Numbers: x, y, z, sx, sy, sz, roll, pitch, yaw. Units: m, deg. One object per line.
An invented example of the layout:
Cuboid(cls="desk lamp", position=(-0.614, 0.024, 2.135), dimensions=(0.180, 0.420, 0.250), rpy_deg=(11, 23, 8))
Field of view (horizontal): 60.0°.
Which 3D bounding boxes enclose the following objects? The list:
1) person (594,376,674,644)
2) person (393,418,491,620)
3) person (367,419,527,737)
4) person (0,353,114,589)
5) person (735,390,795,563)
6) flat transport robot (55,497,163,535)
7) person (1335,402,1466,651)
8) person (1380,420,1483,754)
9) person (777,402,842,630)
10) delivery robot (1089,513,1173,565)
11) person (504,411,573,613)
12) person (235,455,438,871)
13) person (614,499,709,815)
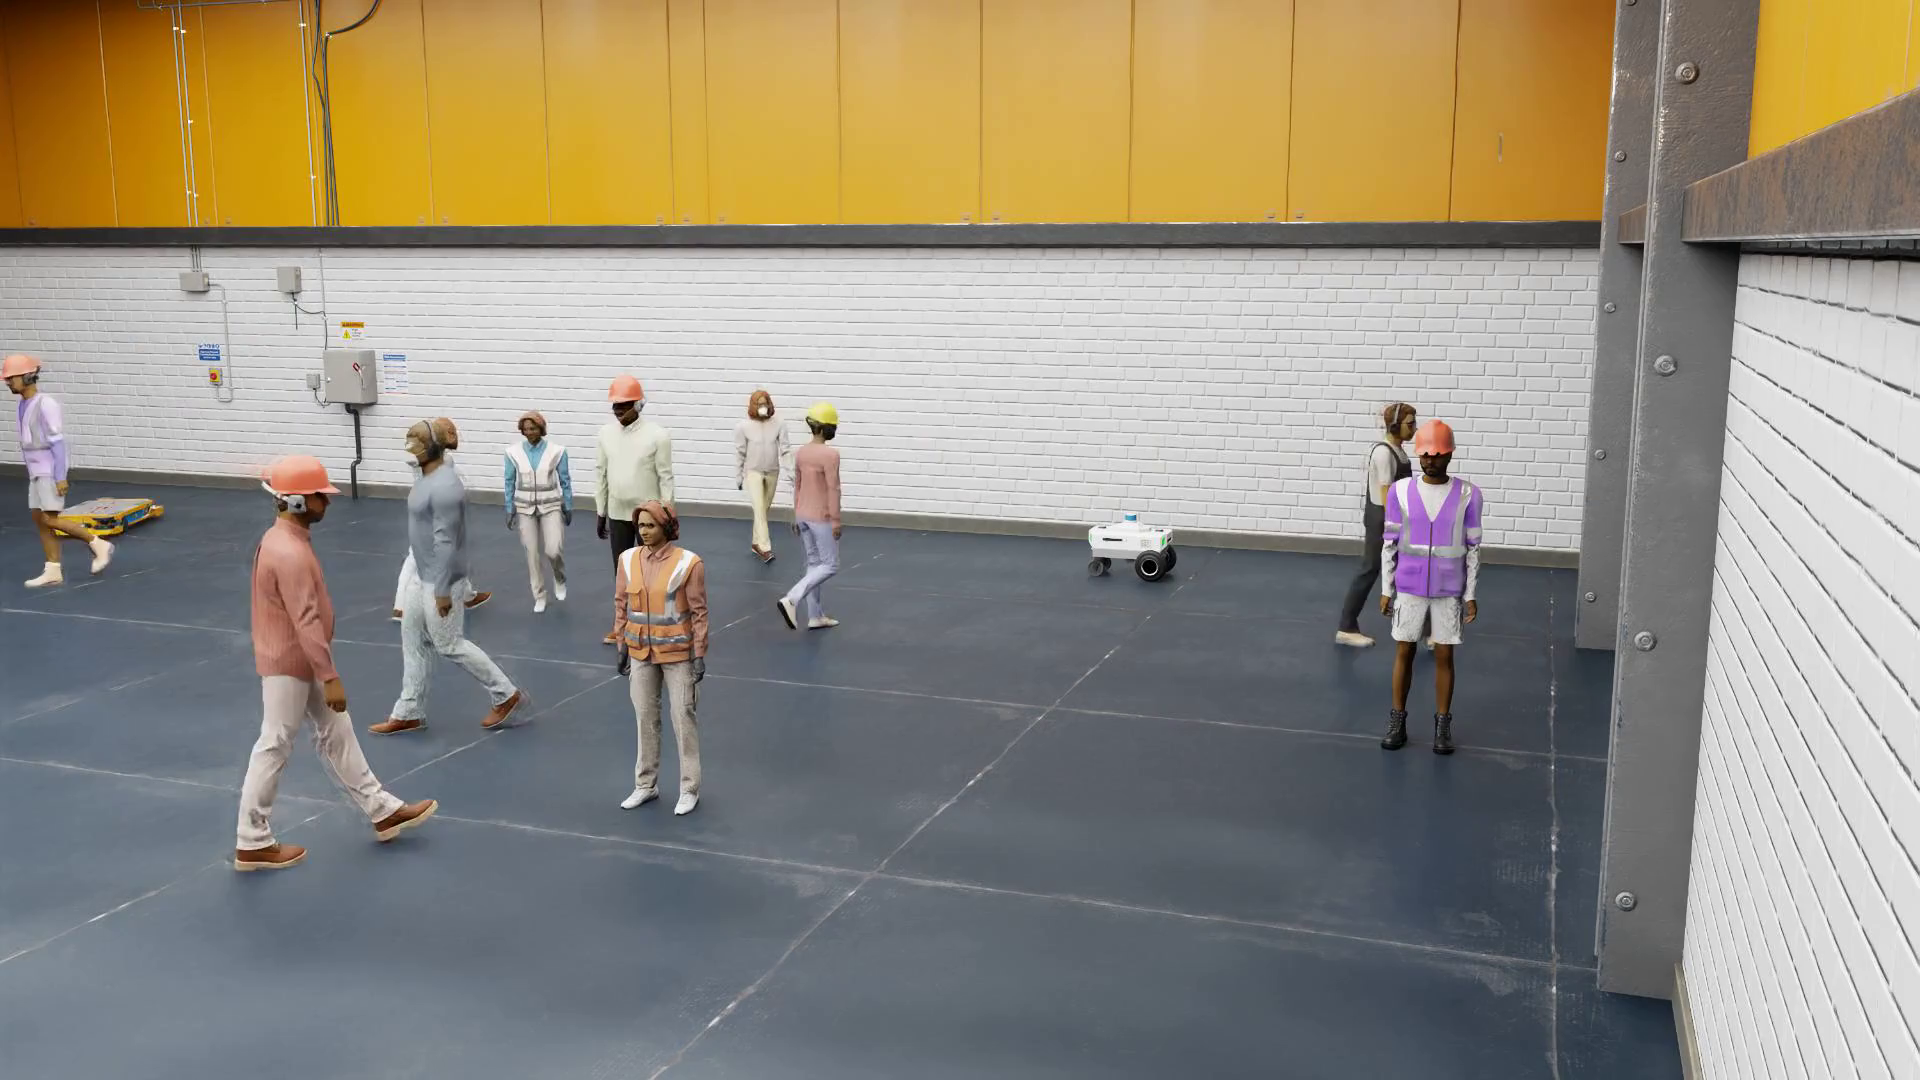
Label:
Cuboid(cls="person", position=(-2.393, -0.197, 12.111), dimensions=(0.635, 1.987, 0.426), rpy_deg=(3, 11, 17))
Cuboid(cls="person", position=(-4.130, -0.168, 13.086), dimensions=(0.504, 1.560, 0.918), rpy_deg=(8, 13, 38))
Cuboid(cls="person", position=(-3.092, 0.226, 9.926), dimensions=(0.880, 1.913, 0.643), rpy_deg=(-5, 11, -28))
Cuboid(cls="person", position=(-7.797, -0.601, 14.281), dimensions=(0.620, 2.015, 0.689), rpy_deg=(9, 13, 40))
Cuboid(cls="person", position=(-1.817, -0.598, 15.453), dimensions=(0.514, 1.585, 0.843), rpy_deg=(-5, 11, -26))
Cuboid(cls="flat transport robot", position=(-8.855, -0.252, 17.219), dimensions=(0.652, 0.197, 1.431), rpy_deg=(-1, 10, -6))
Cuboid(cls="person", position=(3.162, -0.079, 11.948), dimensions=(0.928, 1.797, 0.521), rpy_deg=(7, 12, 35))
Cuboid(cls="person", position=(2.701, 0.273, 9.573), dimensions=(0.553, 1.935, 0.364), rpy_deg=(3, 11, 19))
Cuboid(cls="person", position=(-1.124, -0.154, 12.489), dimensions=(0.587, 1.747, 0.552), rpy_deg=(-8, 13, -37))
Cuboid(cls="delivery robot", position=(1.505, 0.006, 14.705), dimensions=(0.707, 0.478, 0.477), rpy_deg=(3, 11, 19))
Cuboid(cls="person", position=(-3.357, -0.226, 13.289), dimensions=(0.517, 1.624, 0.397), rpy_deg=(-1, 10, -7))
Cuboid(cls="person", position=(-2.988, 0.573, 7.826), dimensions=(0.984, 1.945, 0.649), rpy_deg=(-3, 11, -19))
Cuboid(cls="person", position=(-1.538, 0.599, 8.574), dimensions=(0.524, 1.639, 0.308), rpy_deg=(3, 11, 19))
